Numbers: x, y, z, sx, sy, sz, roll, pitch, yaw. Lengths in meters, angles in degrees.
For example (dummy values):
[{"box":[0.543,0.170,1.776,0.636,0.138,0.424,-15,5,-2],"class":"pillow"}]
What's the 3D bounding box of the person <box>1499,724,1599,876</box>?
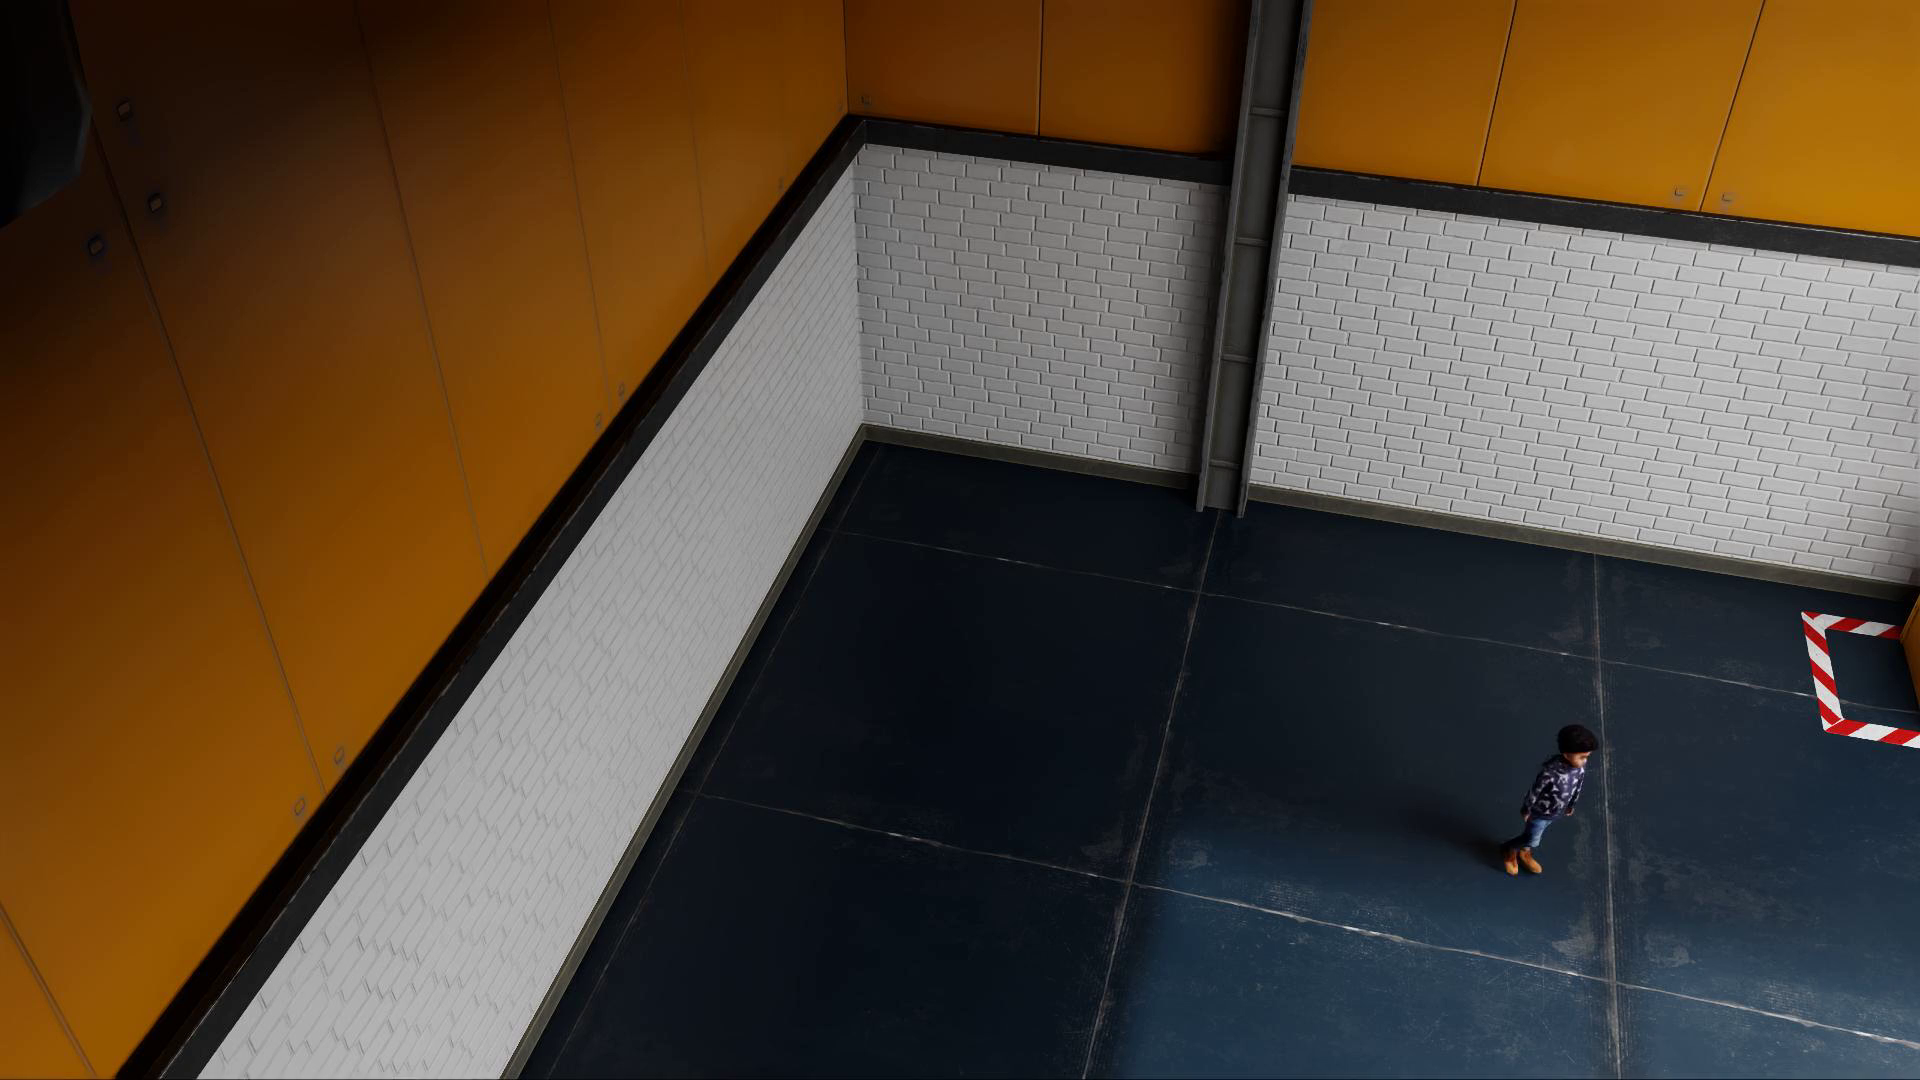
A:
[{"box":[3.682,1.630,10.495,0.607,1.247,0.676,-9,39,-11],"class":"person"}]
